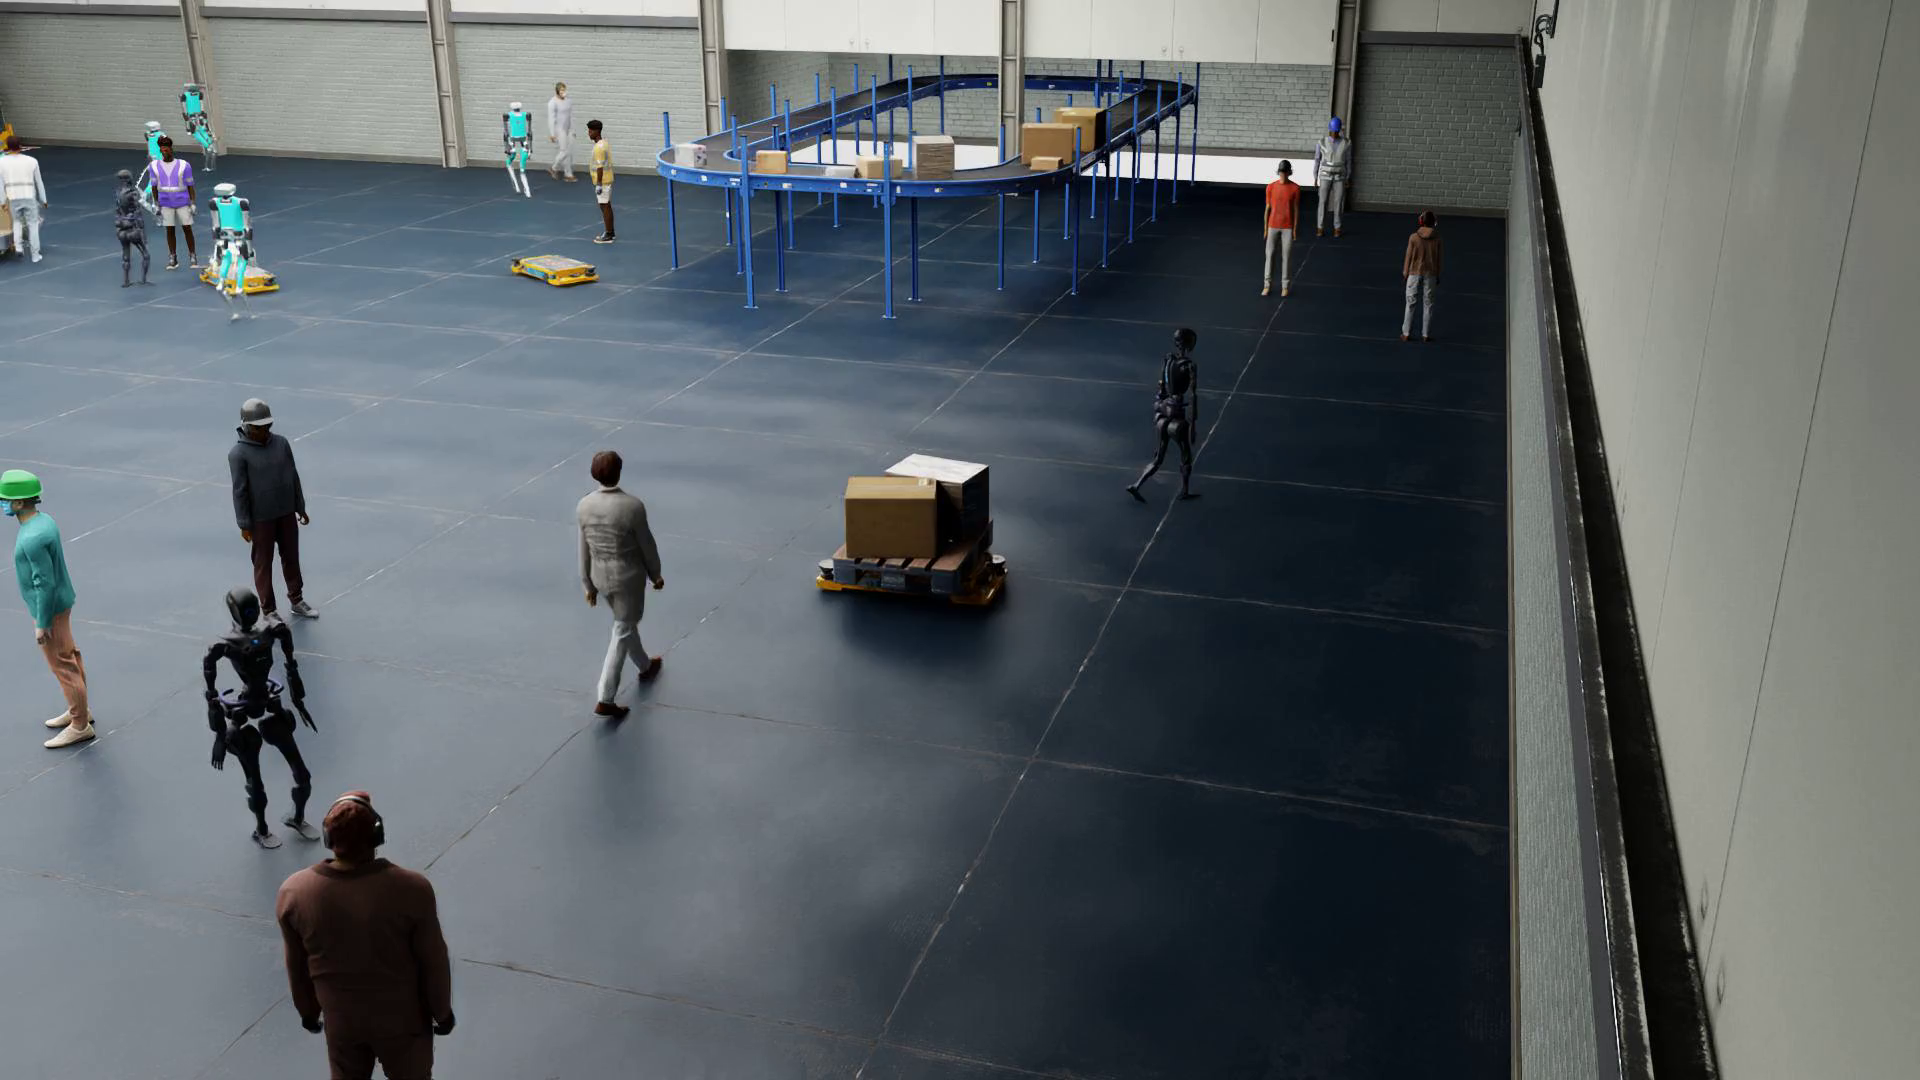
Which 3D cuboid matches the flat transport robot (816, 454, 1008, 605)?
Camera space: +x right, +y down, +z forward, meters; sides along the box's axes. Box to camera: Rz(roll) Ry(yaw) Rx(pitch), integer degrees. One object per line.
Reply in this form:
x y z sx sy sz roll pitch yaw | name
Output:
-0.380 0.263 13.496 1.431 0.231 0.659 6 22 14 | flat transport robot

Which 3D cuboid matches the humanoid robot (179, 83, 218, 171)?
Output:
-15.348 -8.312 33.761 0.669 1.850 0.538 10 23 25 | humanoid robot

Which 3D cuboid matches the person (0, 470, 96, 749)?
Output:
-5.942 0.435 10.817 0.347 1.874 0.518 -9 23 -22 | person

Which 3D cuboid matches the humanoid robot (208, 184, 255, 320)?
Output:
-9.584 -3.705 21.793 0.536 1.840 0.665 1 21 4 | humanoid robot

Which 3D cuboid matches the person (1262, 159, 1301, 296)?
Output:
4.467 -4.334 23.157 0.476 1.905 0.429 5 22 12 | person

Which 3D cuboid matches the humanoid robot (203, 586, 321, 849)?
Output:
-4.024 1.028 9.560 0.455 1.641 0.616 16 26 36 | humanoid robot

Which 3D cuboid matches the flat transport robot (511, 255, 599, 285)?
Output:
-5.982 -3.984 24.512 0.659 0.231 1.431 -18 27 -38 | flat transport robot

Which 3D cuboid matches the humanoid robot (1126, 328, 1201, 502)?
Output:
1.902 -1.123 15.209 0.740 1.644 0.612 -10 23 -25 | humanoid robot

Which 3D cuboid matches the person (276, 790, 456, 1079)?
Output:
-2.437 1.923 6.945 0.662 1.898 0.402 1 21 3 | person

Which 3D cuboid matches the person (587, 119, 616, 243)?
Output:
-5.786 -5.799 26.874 0.373 1.959 0.602 -1 21 -4 | person

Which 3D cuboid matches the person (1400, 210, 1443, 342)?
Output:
5.784 -3.295 20.806 0.464 1.647 0.318 3 21 8 | person

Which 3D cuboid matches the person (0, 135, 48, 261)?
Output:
-14.330 -5.216 25.451 0.617 1.895 0.446 -9 23 -22 | person

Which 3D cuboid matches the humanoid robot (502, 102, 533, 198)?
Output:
-8.265 -7.284 31.048 0.544 1.773 0.915 -10 23 -24 | humanoid robot

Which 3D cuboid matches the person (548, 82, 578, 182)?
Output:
-7.769 -7.987 32.599 0.455 1.926 0.637 8 22 20 | person

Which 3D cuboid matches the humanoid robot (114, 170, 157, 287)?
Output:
-11.878 -4.456 23.784 0.595 1.638 0.481 13 24 30 | humanoid robot

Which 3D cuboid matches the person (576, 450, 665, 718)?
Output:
-2.353 0.278 11.367 0.525 1.787 0.979 8 22 19 | person

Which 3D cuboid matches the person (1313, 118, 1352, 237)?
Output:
6.113 -5.961 27.334 0.618 1.933 0.415 1 21 4 | person

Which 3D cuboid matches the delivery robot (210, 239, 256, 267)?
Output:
-10.758 -4.184 24.659 0.789 0.614 0.499 20 28 41 | delivery robot

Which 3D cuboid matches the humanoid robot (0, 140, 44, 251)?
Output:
-14.770 -5.405 26.156 0.703 1.789 0.547 -4 22 -11 | humanoid robot

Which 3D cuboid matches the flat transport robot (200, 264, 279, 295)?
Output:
-10.381 -3.758 23.924 0.659 0.231 1.431 -17 27 -37 | flat transport robot

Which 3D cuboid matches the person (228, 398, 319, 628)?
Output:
-5.211 -0.208 12.583 0.378 1.807 0.543 15 26 34 | person

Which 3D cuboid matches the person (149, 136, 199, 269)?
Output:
-11.770 -5.052 24.924 0.600 1.966 0.368 -5 22 -13 | person

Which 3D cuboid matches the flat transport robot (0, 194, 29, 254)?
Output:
-15.230 -4.487 25.815 0.659 0.231 1.431 -3 21 -7 | flat transport robot

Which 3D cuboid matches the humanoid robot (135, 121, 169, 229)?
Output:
-13.574 -6.051 27.924 0.548 1.862 0.690 12 24 29 | humanoid robot
